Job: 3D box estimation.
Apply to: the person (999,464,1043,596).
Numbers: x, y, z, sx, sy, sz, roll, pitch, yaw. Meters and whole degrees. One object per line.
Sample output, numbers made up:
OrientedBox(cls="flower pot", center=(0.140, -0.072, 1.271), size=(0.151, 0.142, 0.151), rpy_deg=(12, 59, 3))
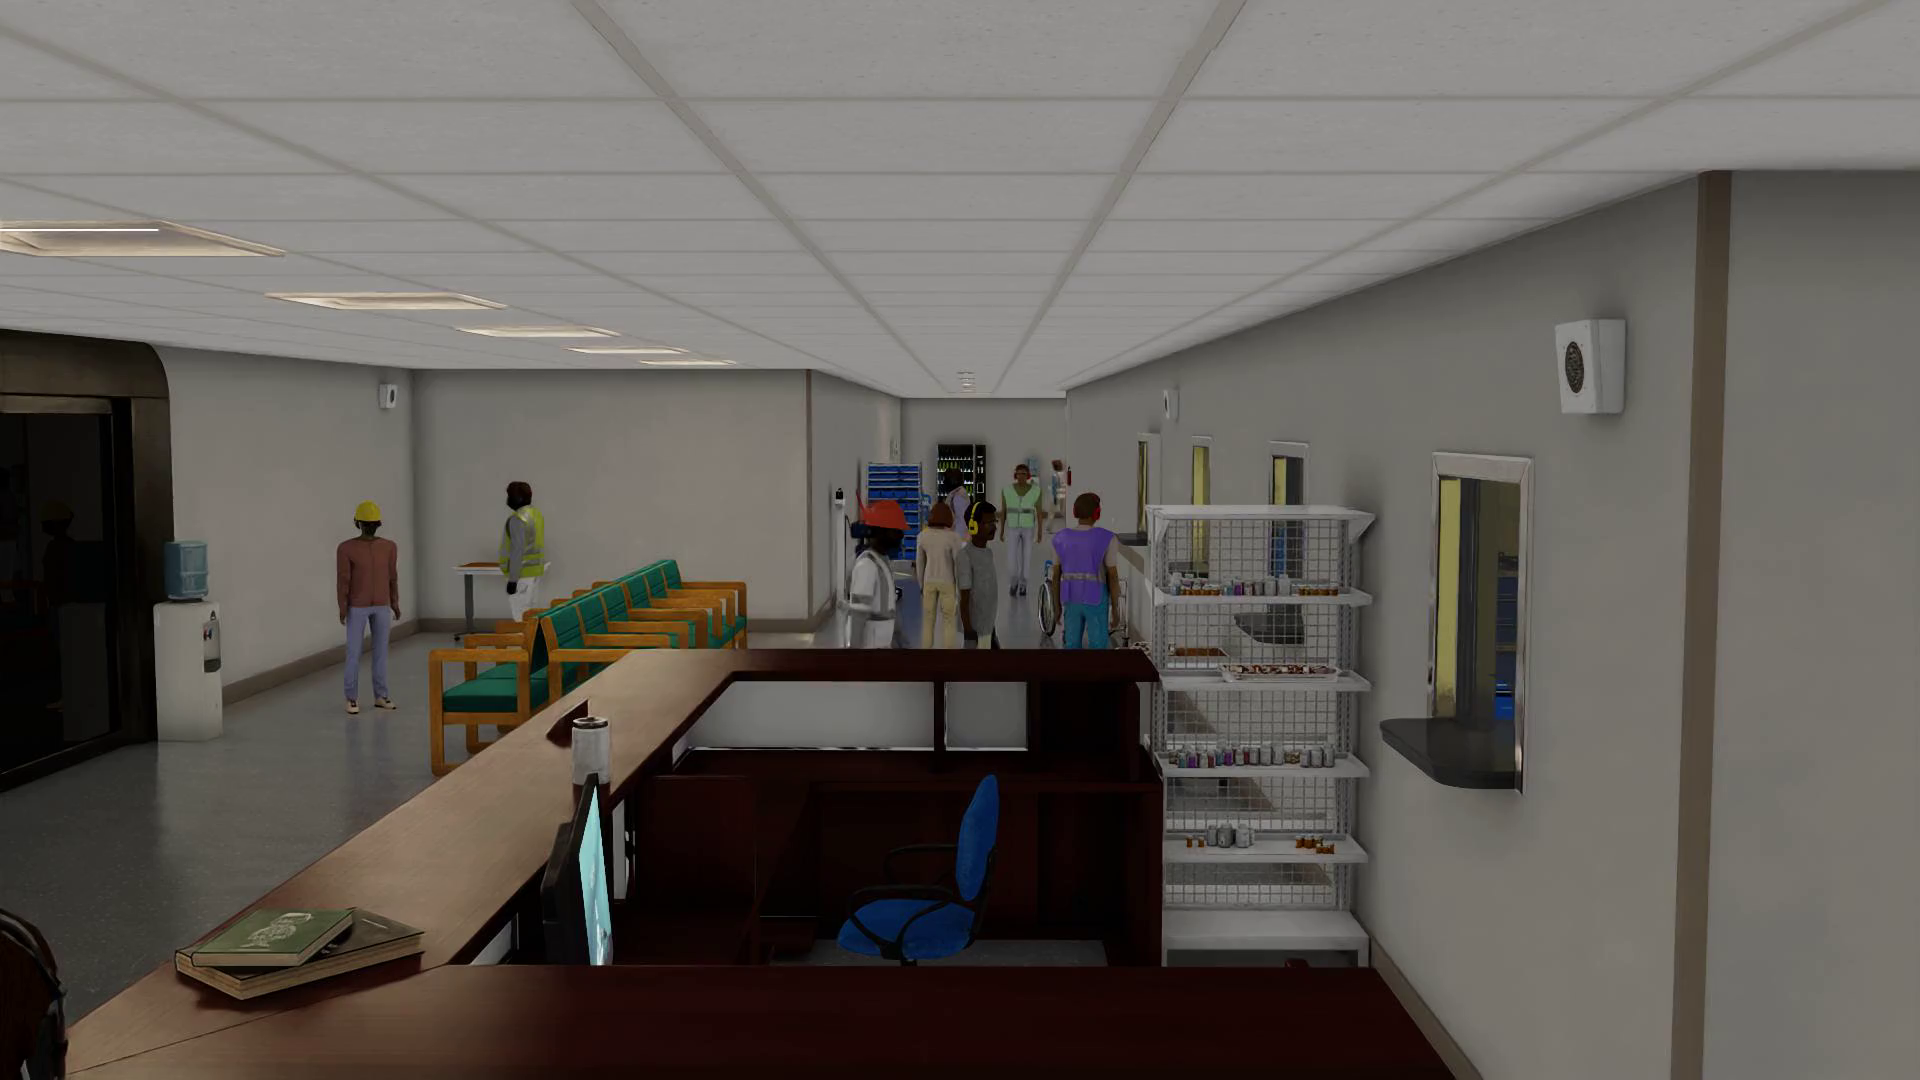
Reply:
OrientedBox(cls="person", center=(0.844, -0.134, 22.996), size=(0.606, 1.824, 0.605), rpy_deg=(0, 4, 4))

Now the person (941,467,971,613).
OrientedBox(cls="person", center=(-0.074, 0.003, 21.032), size=(0.429, 1.840, 0.633), rpy_deg=(0, 4, -5))

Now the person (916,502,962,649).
OrientedBox(cls="person", center=(-0.188, 0.447, 16.225), size=(0.507, 1.632, 0.265), rpy_deg=(2, 5, 27))

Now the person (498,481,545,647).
OrientedBox(cls="person", center=(-4.296, 0.341, 16.294), size=(0.429, 1.843, 0.631), rpy_deg=(0, 4, 4))

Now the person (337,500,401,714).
OrientedBox(cls="person", center=(-4.907, 0.553, 13.833), size=(0.533, 1.767, 0.326), rpy_deg=(-4, 6, -43))

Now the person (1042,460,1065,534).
OrientedBox(cls="person", center=(2.138, -0.919, 35.550), size=(0.758, 1.606, 0.523), rpy_deg=(3, 5, 38))

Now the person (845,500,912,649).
OrientedBox(cls="person", center=(-0.491, 0.693, 10.880), size=(0.701, 1.909, 0.573), rpy_deg=(0, 4, 2))

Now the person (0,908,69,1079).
OrientedBox(cls="person", center=(-1.194, 1.362, 2.025), size=(0.625, 1.838, 0.430), rpy_deg=(-2, 5, -27))

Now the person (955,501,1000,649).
OrientedBox(cls="person", center=(0.145, 0.662, 11.576), size=(0.328, 1.872, 0.513), rpy_deg=(2, 4, 20))

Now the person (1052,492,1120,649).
OrientedBox(cls="person", center=(1.012, 0.538, 13.466), size=(0.564, 1.847, 0.396), rpy_deg=(2, 5, 26))
